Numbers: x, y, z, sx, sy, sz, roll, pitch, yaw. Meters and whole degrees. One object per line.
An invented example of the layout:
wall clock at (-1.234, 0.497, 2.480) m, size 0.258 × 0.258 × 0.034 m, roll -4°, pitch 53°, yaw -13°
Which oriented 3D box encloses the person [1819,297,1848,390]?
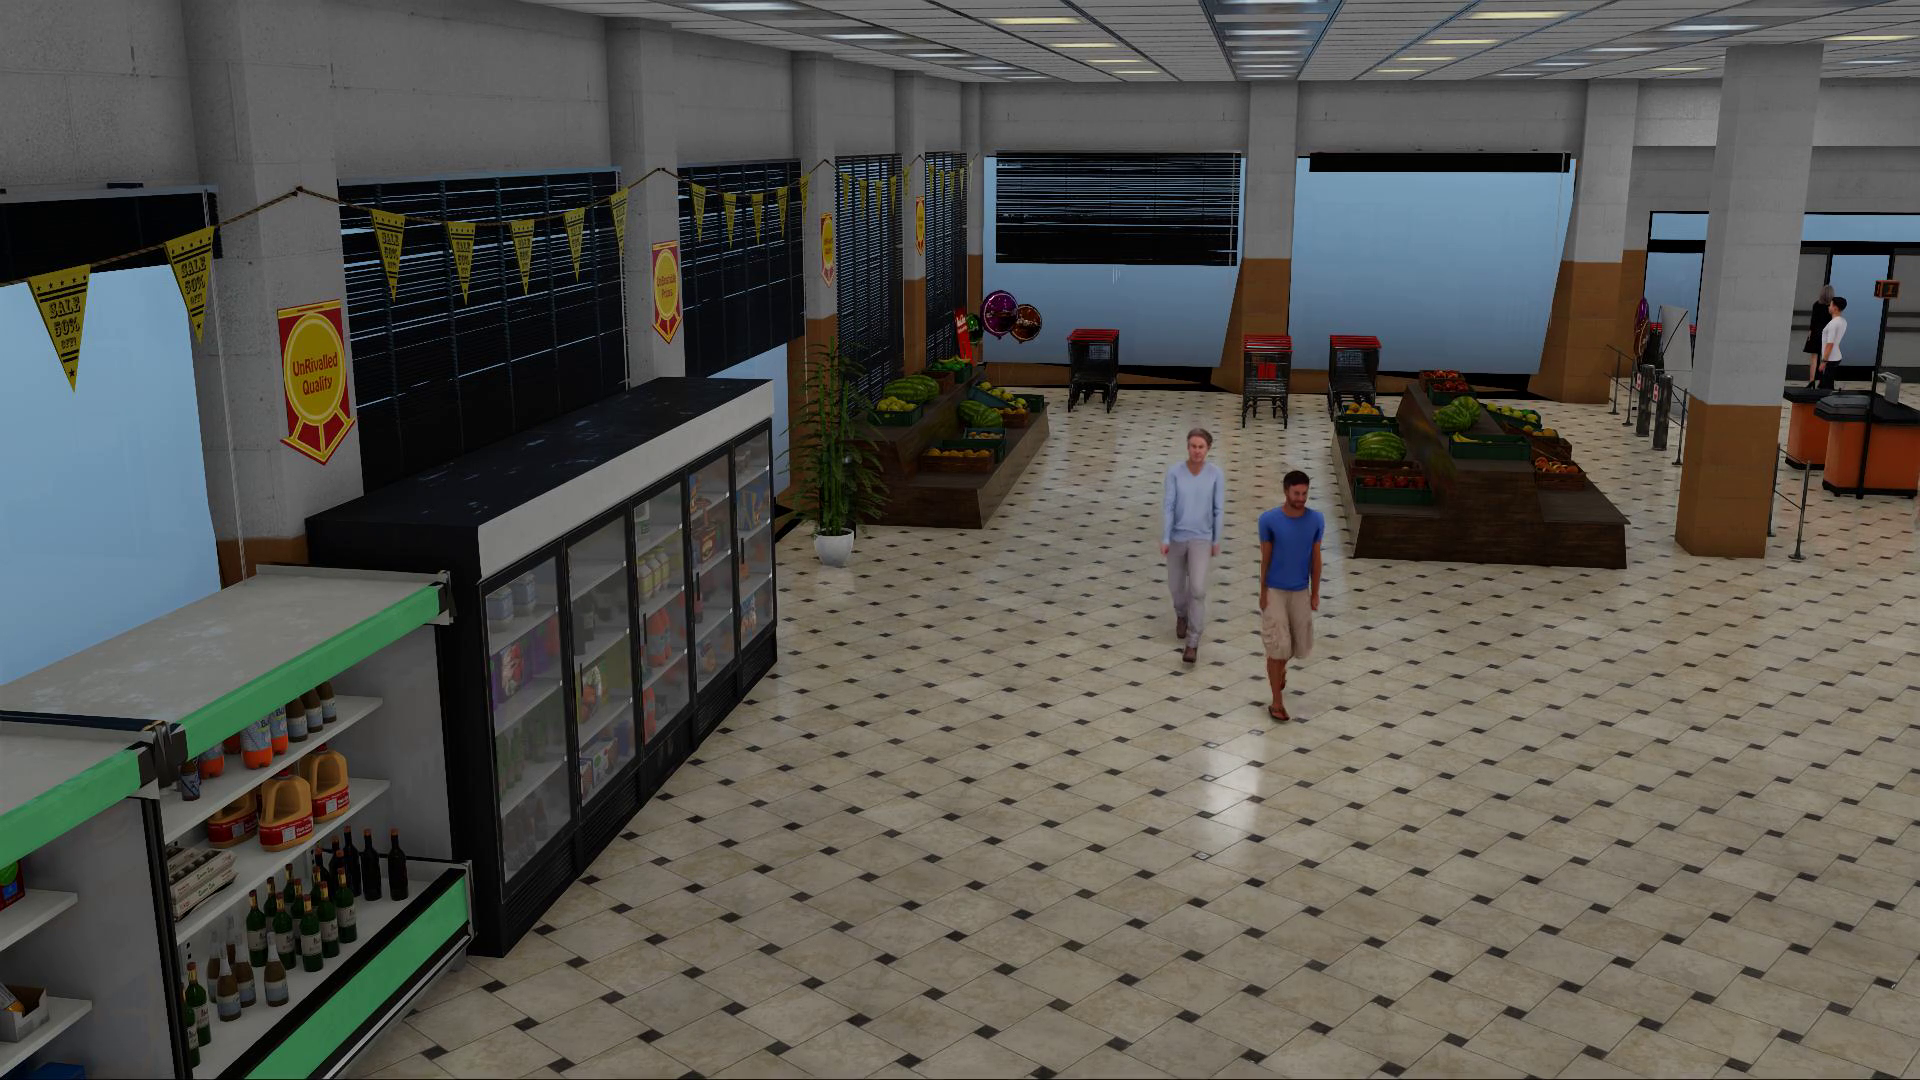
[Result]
person at (12.915, -2.679, 24.666) m, size 0.819 × 1.852 × 0.705 m, roll 12°, pitch 18°, yaw 42°

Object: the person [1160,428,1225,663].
person at (1.865, 0.011, 13.565) m, size 0.660 × 1.858 × 1.221 m, roll 3°, pitch 14°, yaw 12°

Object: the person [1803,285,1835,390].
person at (14.467, -3.416, 27.930) m, size 0.632 × 1.745 × 0.607 m, roll 0°, pitch 14°, yaw 1°

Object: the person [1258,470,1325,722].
person at (2.346, 0.363, 12.180) m, size 0.781 × 1.826 × 1.010 m, roll -1°, pitch 14°, yaw -3°
